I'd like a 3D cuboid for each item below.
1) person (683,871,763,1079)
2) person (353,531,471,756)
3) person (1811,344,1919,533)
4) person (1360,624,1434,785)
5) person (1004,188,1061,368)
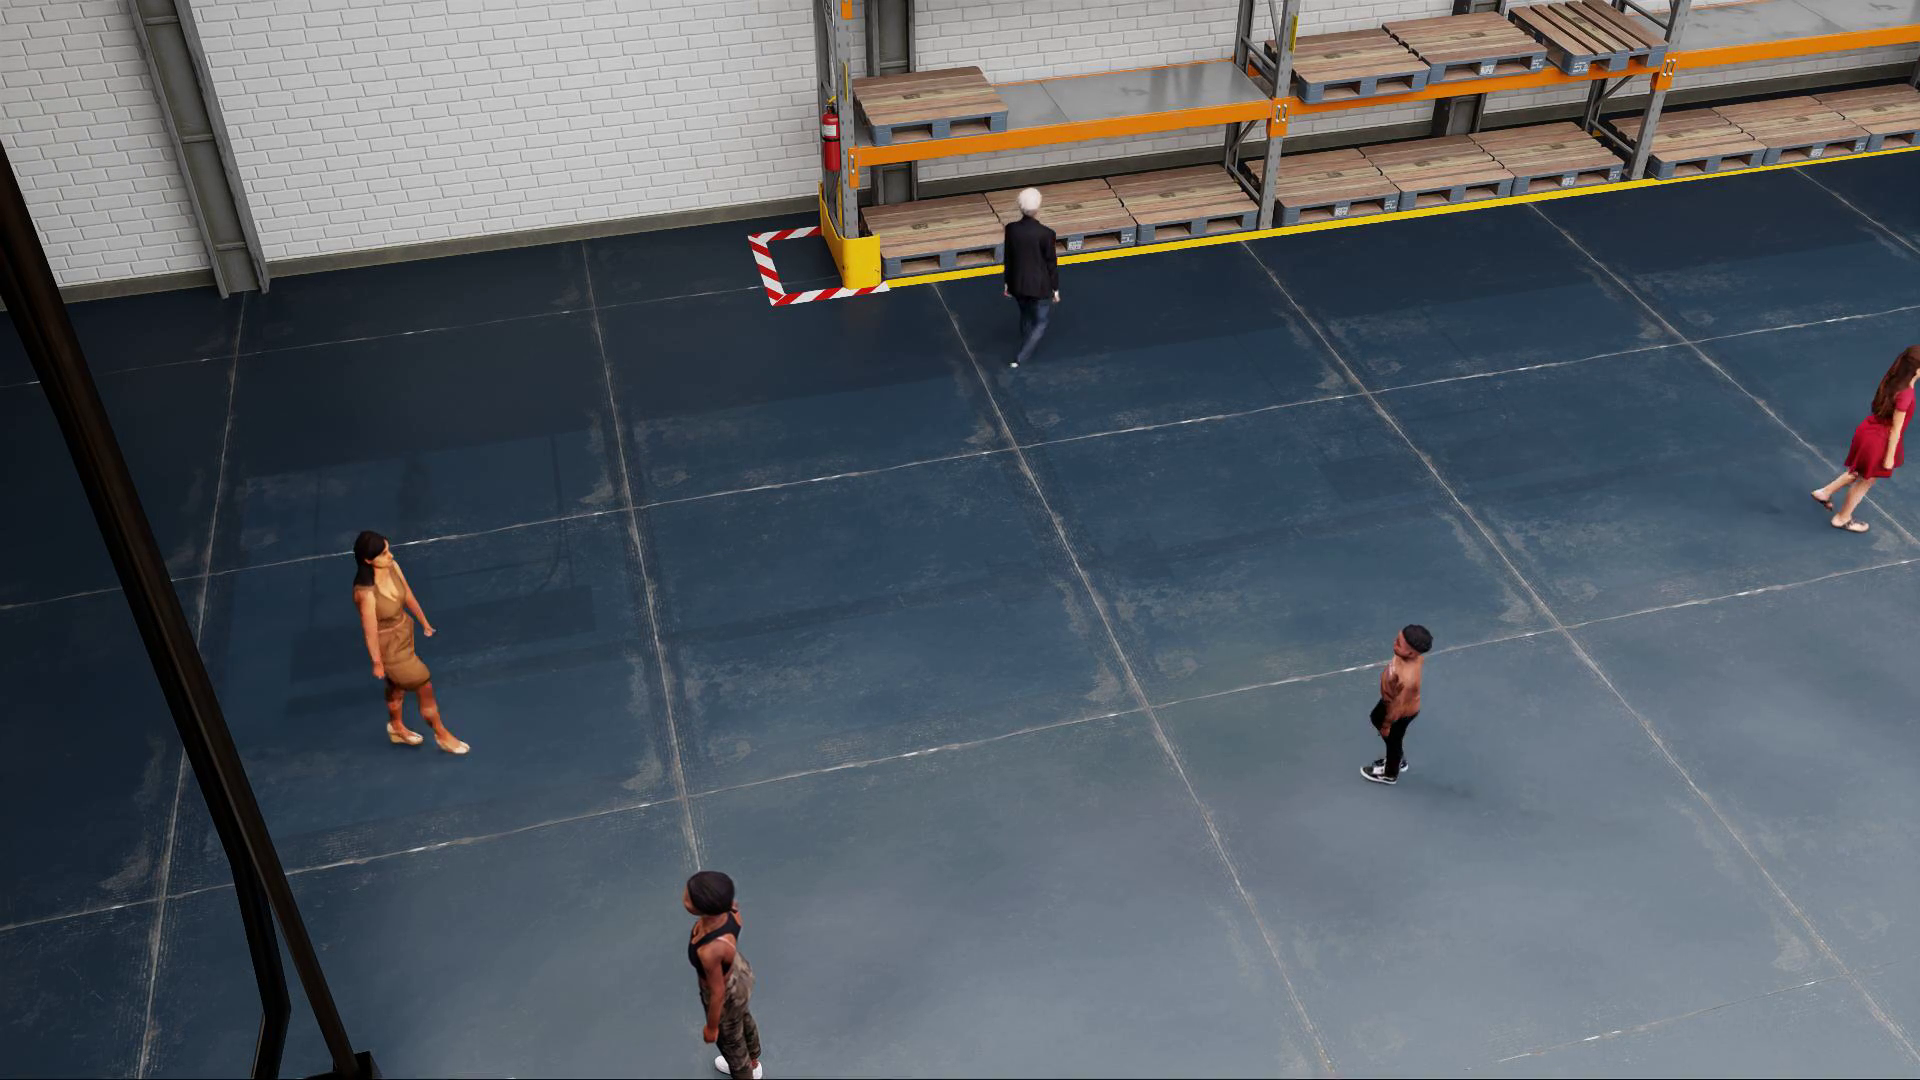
[{"bbox_3d":[-1.133,2.183,8.019,0.618,1.700,0.644,2,39,2],"label":"person"},{"bbox_3d":[-3.479,0.630,9.987,0.865,1.670,0.735,3,39,3],"label":"person"},{"bbox_3d":[6.426,-0.721,11.781,0.836,1.542,0.732,9,39,11],"label":"person"},{"bbox_3d":[2.666,0.993,9.868,0.649,1.250,0.617,12,40,15],"label":"person"},{"bbox_3d":[0.581,-2.057,13.857,1.127,1.773,1.117,21,43,24],"label":"person"}]
